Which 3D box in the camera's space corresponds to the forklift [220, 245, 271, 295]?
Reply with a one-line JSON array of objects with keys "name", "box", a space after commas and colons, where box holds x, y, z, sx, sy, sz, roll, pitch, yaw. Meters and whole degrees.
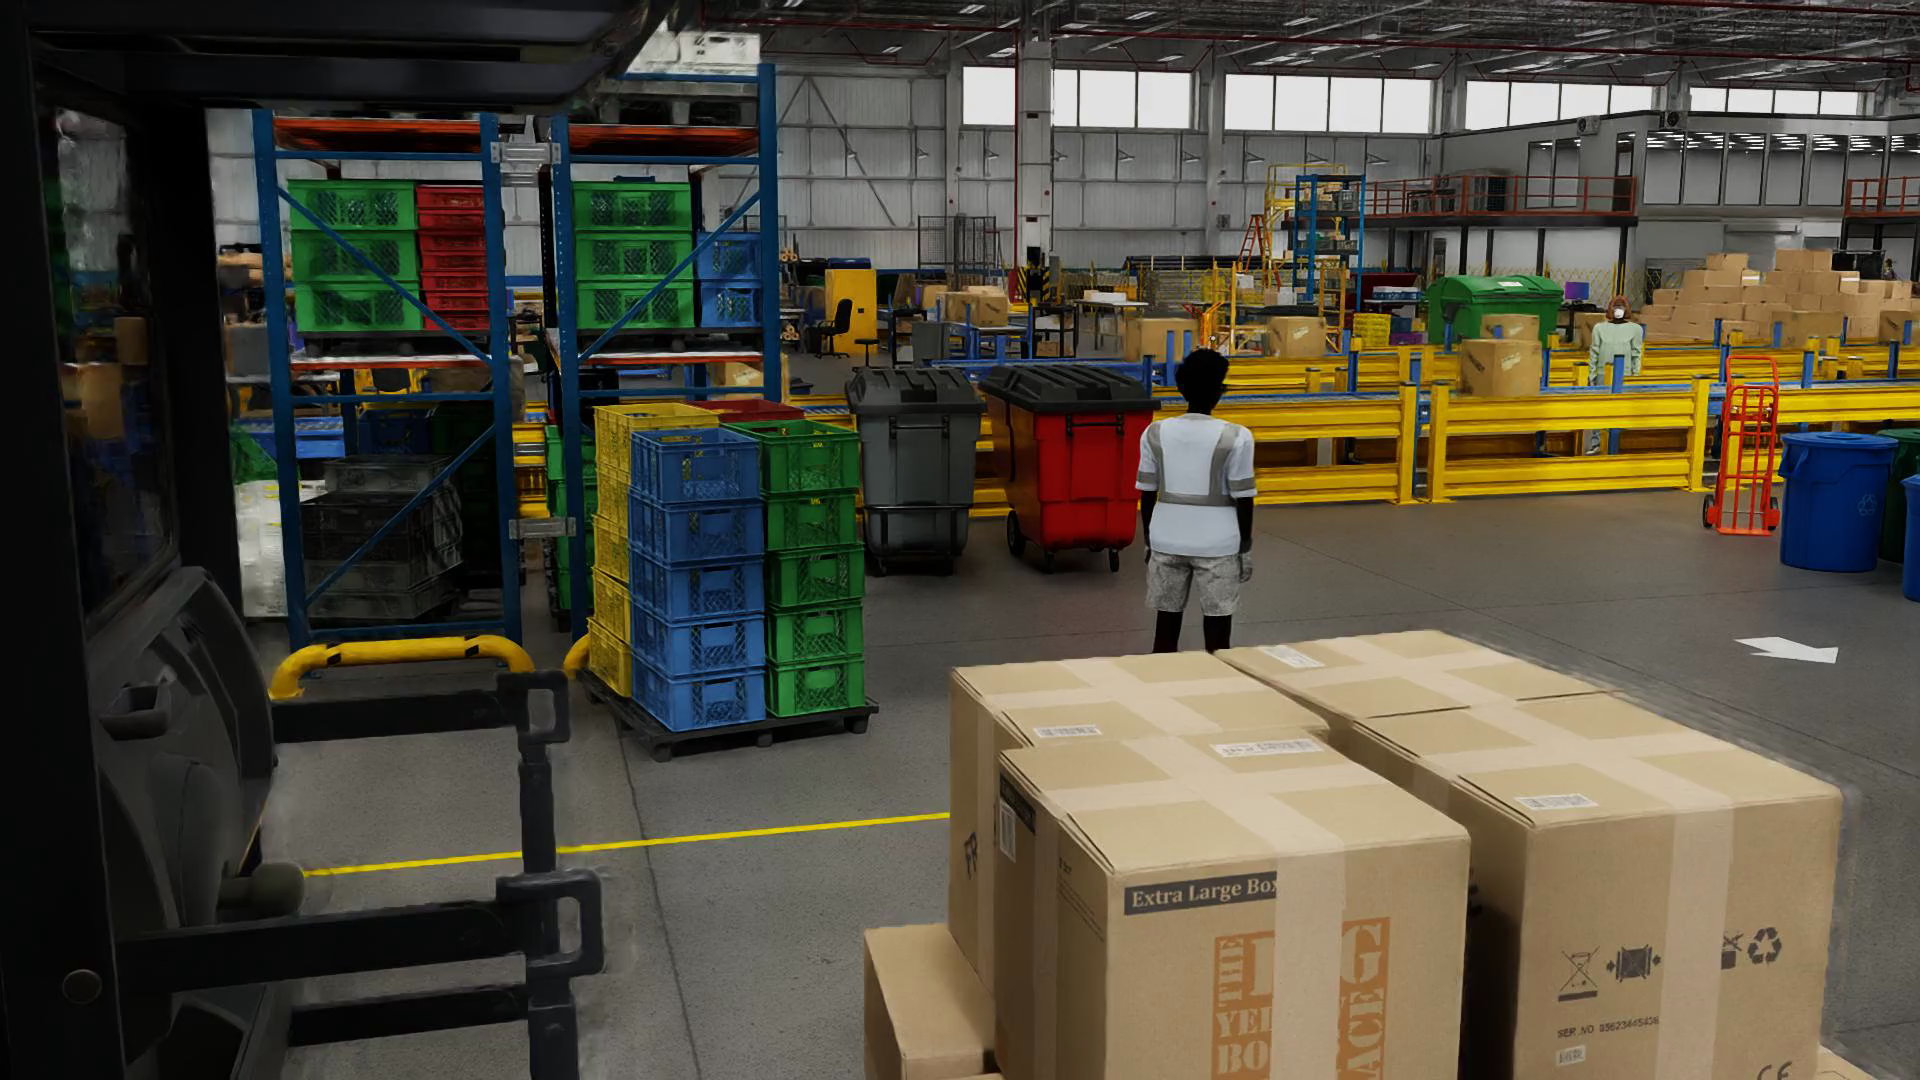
[{"name": "forklift", "box": [-17.749, -6.334, 41.440, 1.157, 1.987, 2.680, -3, 10, -17]}]

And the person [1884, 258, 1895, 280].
[{"name": "person", "box": [23.997, -6.356, 42.947, 0.502, 1.830, 0.583, -9, 14, -42]}]

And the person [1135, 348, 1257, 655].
[{"name": "person", "box": [1.007, 0.037, 7.095, 0.537, 1.695, 0.321, 6, 12, 30]}]

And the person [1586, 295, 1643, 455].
[{"name": "person", "box": [6.631, -1.659, 16.871, 0.505, 1.636, 0.278, 5, 11, 28]}]

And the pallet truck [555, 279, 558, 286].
[{"name": "pallet truck", "box": [-10.604, -6.375, 44.520, 0.653, 1.274, 1.630, -3, 10, -15]}]

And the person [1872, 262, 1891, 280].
[{"name": "person", "box": [23.084, -6.109, 41.771, 0.542, 1.730, 0.584, -1, 10, -5]}]

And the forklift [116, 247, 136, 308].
[{"name": "forklift", "box": [-19.966, -6.232, 40.894, 1.157, 1.987, 2.680, -3, 10, -15]}]
